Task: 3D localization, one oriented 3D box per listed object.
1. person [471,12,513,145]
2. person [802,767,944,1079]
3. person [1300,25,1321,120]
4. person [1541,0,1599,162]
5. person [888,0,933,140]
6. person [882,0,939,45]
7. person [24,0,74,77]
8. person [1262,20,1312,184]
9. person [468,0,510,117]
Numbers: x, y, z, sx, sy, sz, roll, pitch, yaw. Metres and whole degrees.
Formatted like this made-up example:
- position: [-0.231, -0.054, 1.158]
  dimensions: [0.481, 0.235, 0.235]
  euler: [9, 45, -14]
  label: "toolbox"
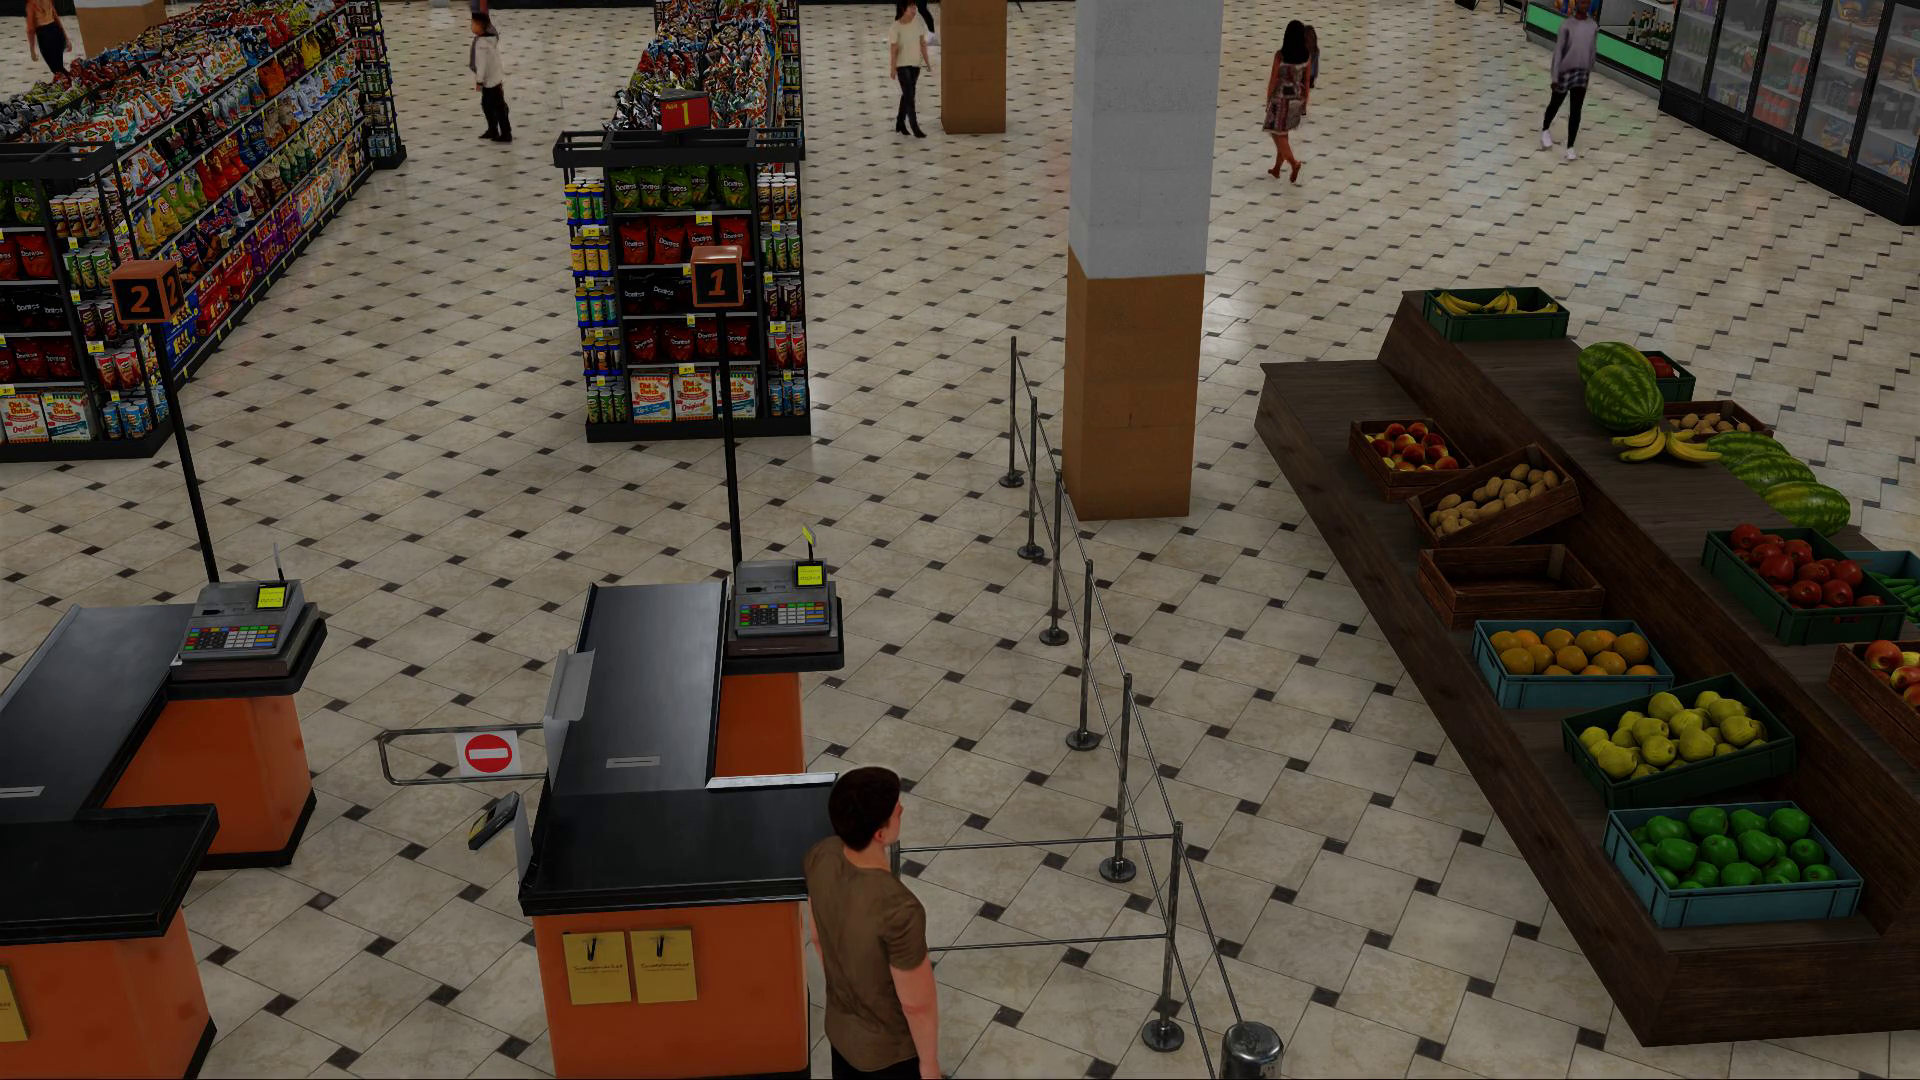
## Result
- position: [-5.182, -5.156, 18.609]
  dimensions: [0.675, 1.441, 0.565]
  euler: [-2, 27, -3]
  label: "person"
- position: [-0.266, 1.480, 5.069]
  dimensions: [0.807, 1.852, 0.716]
  euler: [-22, 34, -37]
  label: "person"
- position: [4.080, -5.519, 19.716]
  dimensions: [0.647, 1.087, 0.847]
  euler: [6, 28, 12]
  label: "person"
- position: [6.607, -5.059, 18.096]
  dimensions: [0.663, 1.732, 1.204]
  euler: [-1, 27, -2]
  label: "person"
- position: [-0.641, -5.377, 18.908]
  dimensions: [0.884, 1.564, 0.975]
  euler: [-23, 35, -37]
  label: "person"
- position: [-0.599, -7.904, 23.861]
  dimensions: [0.994, 1.591, 1.125]
  euler: [-15, 31, -27]
  label: "person"
- position: [-10.907, -5.956, 20.030]
  dimensions: [0.786, 1.582, 0.600]
  euler: [12, 29, 23]
  label: "person"
- position: [3.368, -4.443, 17.000]
  dimensions: [0.764, 1.625, 1.040]
  euler: [-7, 28, -14]
  label: "person"
- position: [-5.522, -5.909, 19.728]
  dimensions: [0.728, 1.771, 0.637]
  euler: [-11, 29, -20]
  label: "person"
